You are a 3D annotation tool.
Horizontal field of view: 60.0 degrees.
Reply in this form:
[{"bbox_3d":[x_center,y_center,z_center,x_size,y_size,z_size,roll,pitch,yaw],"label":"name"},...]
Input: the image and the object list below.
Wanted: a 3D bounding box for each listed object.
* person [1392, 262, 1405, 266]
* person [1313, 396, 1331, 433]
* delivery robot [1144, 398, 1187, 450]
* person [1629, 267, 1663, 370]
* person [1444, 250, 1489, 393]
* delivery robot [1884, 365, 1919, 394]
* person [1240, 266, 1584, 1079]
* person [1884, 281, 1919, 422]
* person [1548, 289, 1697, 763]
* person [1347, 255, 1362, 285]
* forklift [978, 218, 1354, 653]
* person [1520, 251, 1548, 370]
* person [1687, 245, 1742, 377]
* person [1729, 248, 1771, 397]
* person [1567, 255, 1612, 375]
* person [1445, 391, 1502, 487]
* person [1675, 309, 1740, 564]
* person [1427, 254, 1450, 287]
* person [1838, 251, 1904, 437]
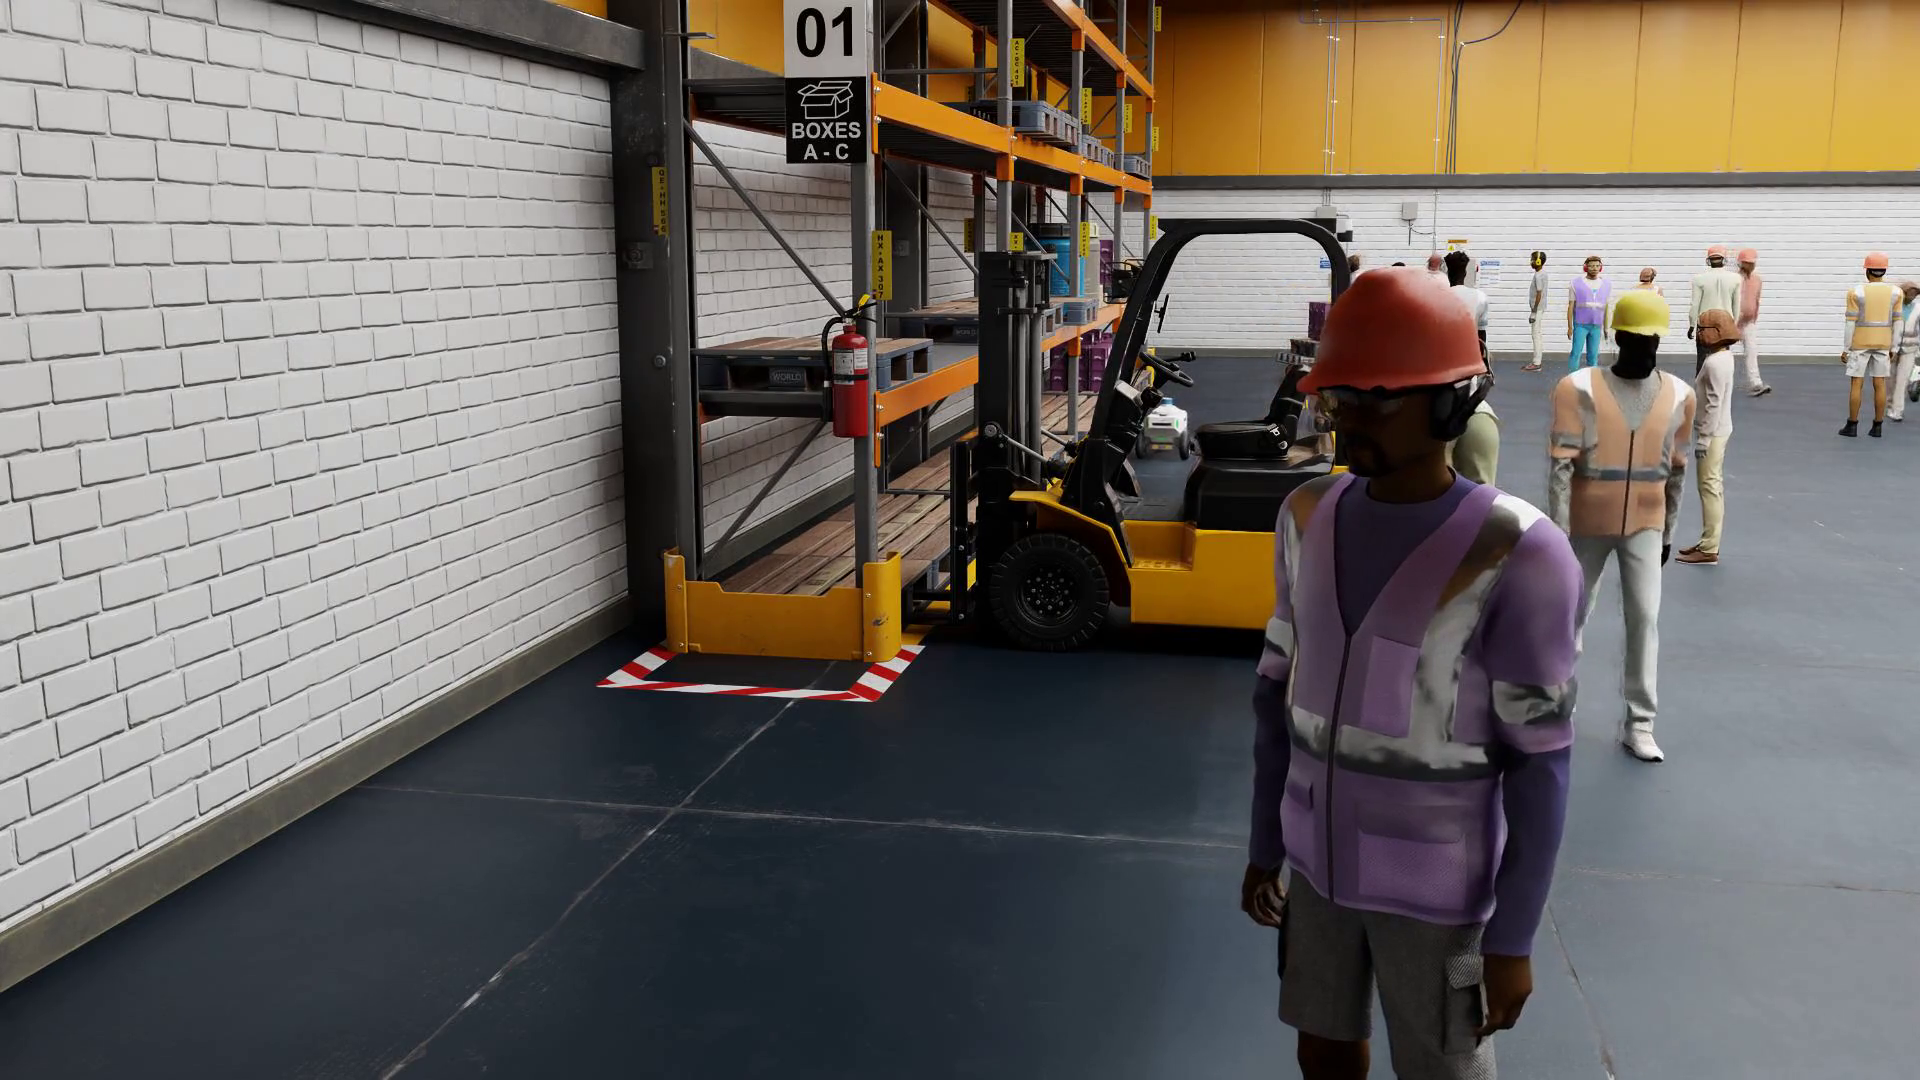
[{"bbox_3d":[6.847,-3.519,26.180,0.318,1.695,0.540,-2,11,-11],"label":"person"},{"bbox_3d":[2.683,-0.866,11.584,0.712,1.707,0.595,3,11,14],"label":"person"},{"bbox_3d":[1.963,-1.110,15.851,0.477,0.478,0.707,2,11,13],"label":"delivery robot"},{"bbox_3d":[10.156,-3.216,24.679,0.514,1.639,0.314,9,14,40],"label":"person"},{"bbox_3d":[4.544,-1.668,15.296,0.612,1.962,0.363,-2,11,-11],"label":"person"},{"bbox_3d":[12.131,-2.118,21.378,0.477,0.478,0.707,9,14,41],"label":"delivery robot"},{"bbox_3d":[0.715,0.563,2.855,0.378,2.041,0.615,-8,13,-36],"label":"person"},{"bbox_3d":[10.783,-2.165,19.045,0.527,1.587,0.860,5,12,27],"label":"person"},{"bbox_3d":[2.736,-0.109,6.967,0.586,1.888,0.953,1,10,7],"label":"person"},{"bbox_3d":[6.215,-3.578,26.244,0.440,1.810,0.639,3,11,16],"label":"person"},{"bbox_3d":[1.285,-0.567,8.635,2.313,2.155,1.214,2,11,11],"label":"forklift"},{"bbox_3d":[9.041,-3.596,26.131,0.328,1.870,0.512,5,11,24],"label":"person"},{"bbox_3d":[9.518,-2.723,21.017,0.610,1.989,0.391,1,10,8],"label":"person"},{"bbox_3d":[10.293,-2.860,21.913,0.645,1.933,1.037,-2,11,-10],"label":"person"},{"bbox_3d":[8.223,-2.792,21.786,0.566,1.847,0.389,-1,10,-4],"label":"person"},{"bbox_3d":[1.753,0.036,6.343,0.404,1.825,0.587,-4,11,-23],"label":"person"},{"bbox_3d":[4.806,-0.660,10.678,0.276,1.633,0.507,6,12,28],"label":"person"},{"bbox_3d":[6.461,-2.969,22.713,0.654,1.871,0.937,4,11,22],"label":"person"},{"bbox_3d":[9.515,-2.040,17.400,0.545,1.942,0.350,2,10,10],"label":"person"}]
